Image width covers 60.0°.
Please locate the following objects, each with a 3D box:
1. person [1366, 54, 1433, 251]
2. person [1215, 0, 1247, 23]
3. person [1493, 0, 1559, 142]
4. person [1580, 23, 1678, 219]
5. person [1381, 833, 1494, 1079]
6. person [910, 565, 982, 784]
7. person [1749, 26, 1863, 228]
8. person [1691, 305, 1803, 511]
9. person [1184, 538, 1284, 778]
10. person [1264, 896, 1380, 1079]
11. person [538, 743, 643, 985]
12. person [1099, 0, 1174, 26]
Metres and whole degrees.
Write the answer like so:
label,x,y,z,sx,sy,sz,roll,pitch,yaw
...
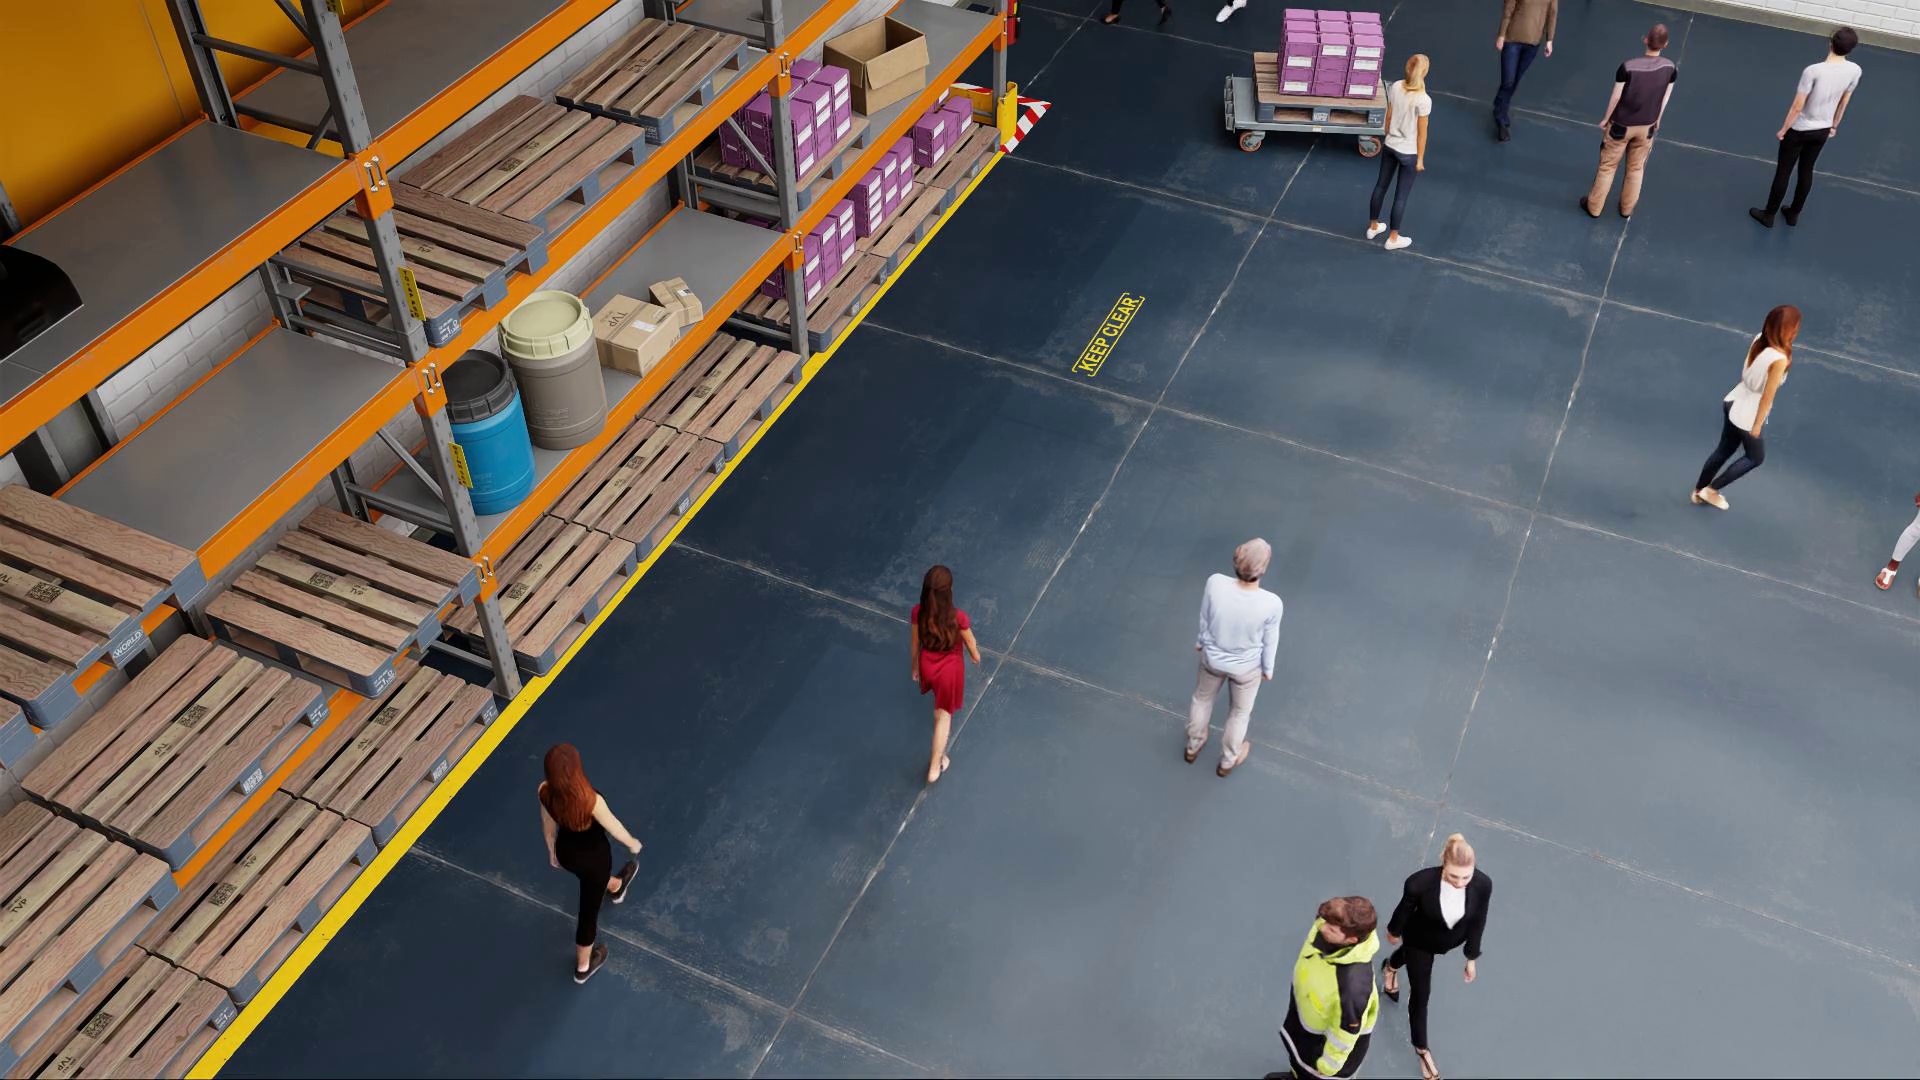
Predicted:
label,x,y,z,sx,sy,sz,roll,pitch,yaw
person,3.827,-3.372,14.435,0.673,1.808,0.676,-26,49,-25
person,3.042,-6.327,17.611,0.912,1.705,0.752,-31,52,-29
person,5.370,-4.855,15.950,0.933,1.866,1.042,-7,44,-7
person,5.972,-3.710,14.766,0.763,1.841,0.735,1,44,2
person,2.484,2.049,8.853,0.959,1.658,1.121,-6,44,-6
person,-0.126,0.838,10.233,0.634,1.509,1.102,12,45,13
person,7.483,-3.622,14.658,0.740,1.863,0.725,-3,44,-4
person,5.532,-0.909,11.876,0.764,1.772,0.652,-1,44,-1
person,1.641,0.730,10.072,0.660,1.887,0.583,20,47,20
person,1.845,2.379,8.281,0.930,1.971,0.784,-1,44,-1
person,-2.106,1.805,9.086,0.590,1.691,1.022,20,47,20
person,1.922,-6.143,17.469,0.709,1.635,0.958,20,47,20
